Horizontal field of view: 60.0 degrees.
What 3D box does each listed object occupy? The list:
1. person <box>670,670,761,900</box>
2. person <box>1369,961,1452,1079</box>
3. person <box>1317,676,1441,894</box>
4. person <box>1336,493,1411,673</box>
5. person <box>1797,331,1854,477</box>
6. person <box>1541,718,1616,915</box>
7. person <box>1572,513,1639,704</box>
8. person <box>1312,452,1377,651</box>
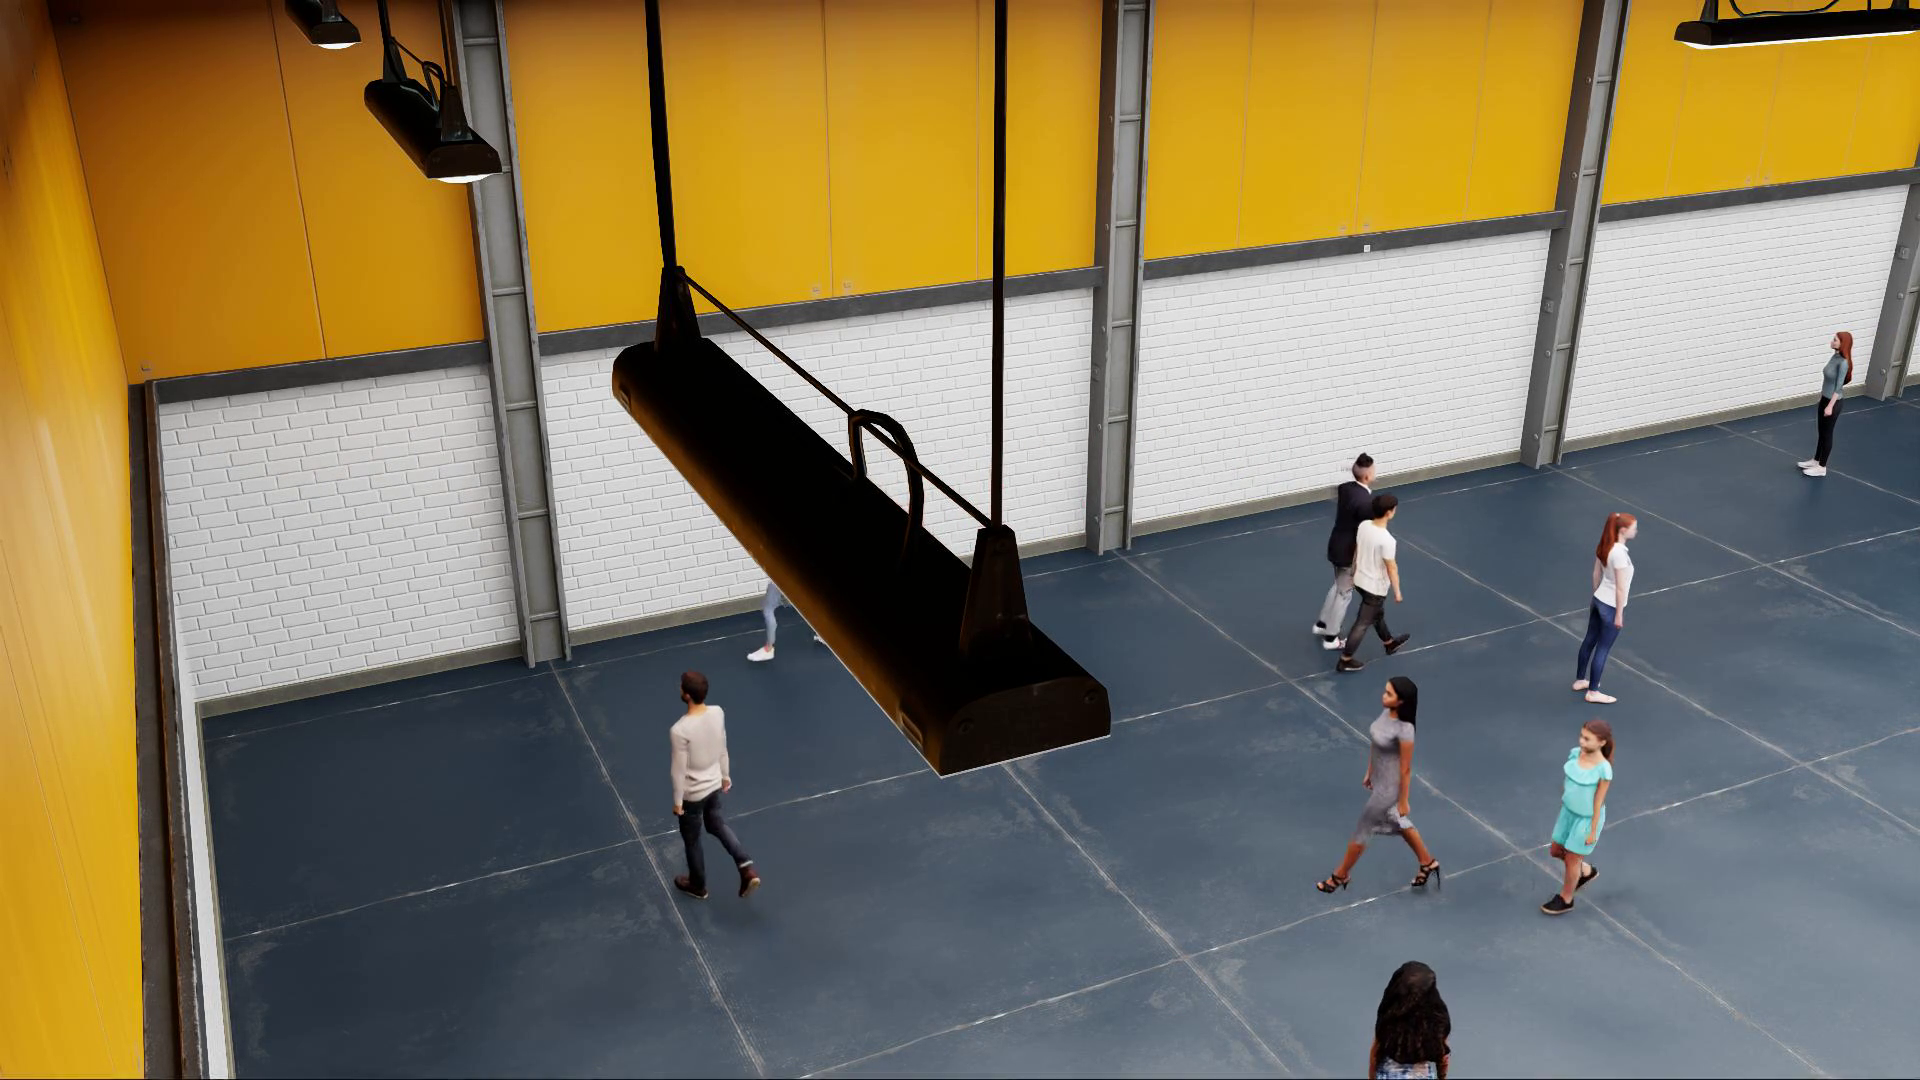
[{"bbox_3d":[-1.754,1.769,11.632,1.017,1.854,1.051,15,28,31],"label":"person"},{"bbox_3d":[2.396,3.045,9.025,0.844,1.605,0.901,8,25,17],"label":"person"},{"bbox_3d":[3.118,1.772,11.774,1.191,1.736,0.904,-1,24,-2],"label":"person"},{"bbox_3d":[3.634,0.402,14.966,1.090,1.688,0.759,-7,25,-16],"label":"person"},{"bbox_3d":[10.194,-1.603,19.485,0.717,1.743,0.672,6,24,13],"label":"person"},{"bbox_3d":[4.413,1.930,11.644,0.729,1.550,0.571,-8,25,-18],"label":"person"},{"bbox_3d":[5.631,0.576,14.509,0.617,1.737,0.634,-3,24,-6],"label":"person"},{"bbox_3d":[3.555,0.088,15.373,0.665,1.938,0.734,-7,25,-16],"label":"person"}]
